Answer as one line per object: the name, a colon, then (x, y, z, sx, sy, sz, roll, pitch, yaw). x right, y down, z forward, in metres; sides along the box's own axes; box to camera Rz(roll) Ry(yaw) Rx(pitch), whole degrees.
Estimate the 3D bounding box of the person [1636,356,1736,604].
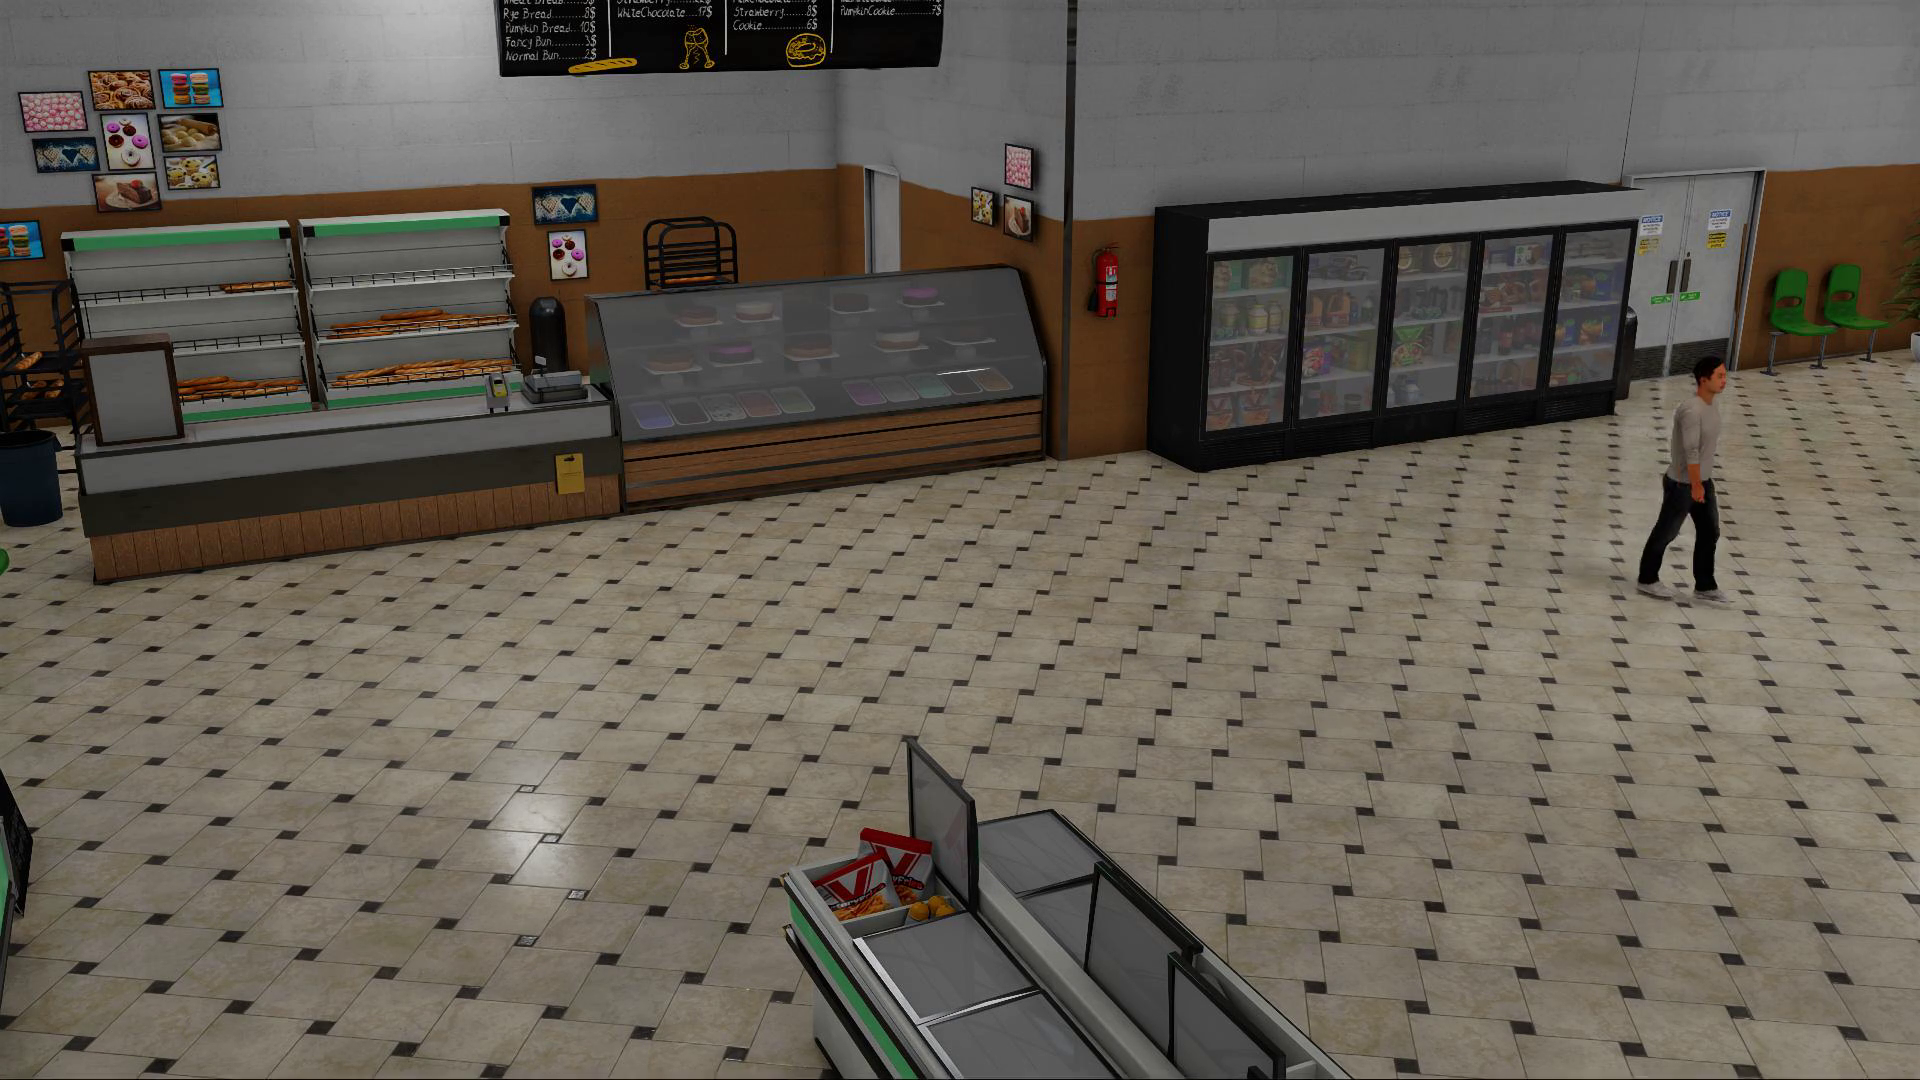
person: (5.100, -0.432, 11.867, 0.818, 1.783, 0.990, -16, 24, -39)
